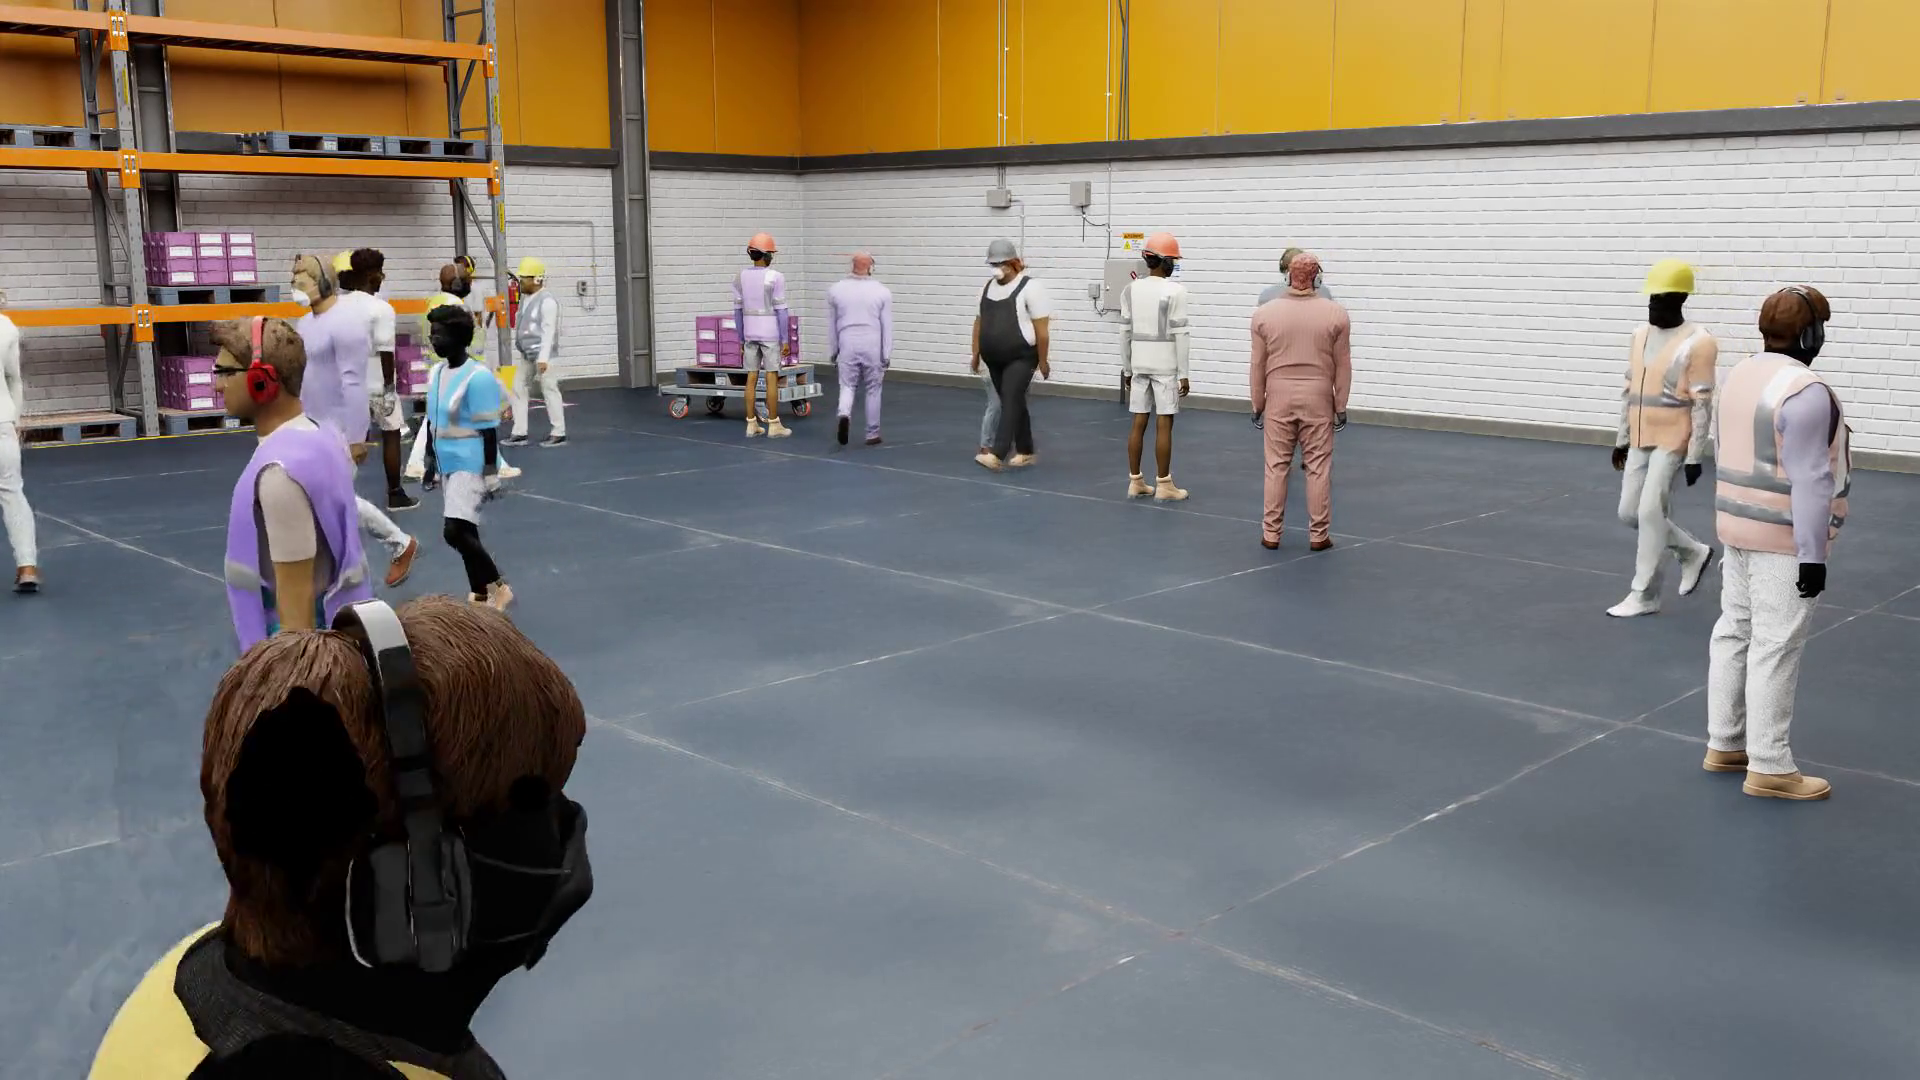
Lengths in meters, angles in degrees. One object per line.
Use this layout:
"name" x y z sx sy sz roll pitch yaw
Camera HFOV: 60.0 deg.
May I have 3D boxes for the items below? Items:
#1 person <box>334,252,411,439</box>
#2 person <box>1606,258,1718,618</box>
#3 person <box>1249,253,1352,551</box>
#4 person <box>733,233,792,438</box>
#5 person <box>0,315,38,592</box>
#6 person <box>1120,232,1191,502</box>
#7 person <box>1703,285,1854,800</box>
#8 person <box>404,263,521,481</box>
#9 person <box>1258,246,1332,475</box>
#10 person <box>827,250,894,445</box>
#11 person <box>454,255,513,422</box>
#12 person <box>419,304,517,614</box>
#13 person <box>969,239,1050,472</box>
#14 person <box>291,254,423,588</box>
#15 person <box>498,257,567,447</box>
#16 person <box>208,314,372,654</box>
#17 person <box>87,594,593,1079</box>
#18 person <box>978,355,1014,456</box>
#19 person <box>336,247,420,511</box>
"person" -5.708 -1.824 15.965 0.576 1.878 1.006 8 13 38
"person" 3.779 -0.541 8.858 0.667 1.908 0.605 -3 11 -15
"person" 2.182 -0.876 10.690 0.642 1.908 0.407 3 11 14
"person" -1.968 -2.039 16.659 0.608 2.044 0.373 5 12 26
"person" -5.602 -0.628 9.453 1.049 1.874 0.633 9 14 42
"person" 1.512 -1.312 12.692 0.614 2.041 0.390 10 14 43
"person" 2.977 0.007 6.049 0.429 1.844 0.628 0 10 -2
"person" -4.170 -1.367 13.676 0.944 1.801 0.639 -8 13 -37
"person" 2.803 -1.497 14.004 0.639 1.928 0.498 0 10 -3
"person" -0.952 -1.818 15.884 0.654 1.883 0.705 1 10 7
"person" -5.176 -2.142 17.848 0.534 1.824 0.989 10 14 43
"person" -2.539 -0.355 8.473 0.372 1.685 0.534 -9 14 -40
"person" 0.360 -1.607 14.308 0.972 2.000 0.689 -10 14 -44
"person" -3.385 -0.605 9.178 0.561 1.927 0.639 -9 14 -41
"person" -4.112 -1.771 15.826 0.742 1.804 0.630 -9 14 -39
"person" -1.695 0.315 4.418 0.676 1.827 0.572 -3 11 -16
"person" -0.397 0.918 1.245 1.004 1.789 0.643 -7 13 -35
"person" 0.334 -1.555 15.241 0.372 1.598 0.636 5 12 26
"person" -4.303 -1.133 11.988 0.615 1.948 0.780 5 11 24
